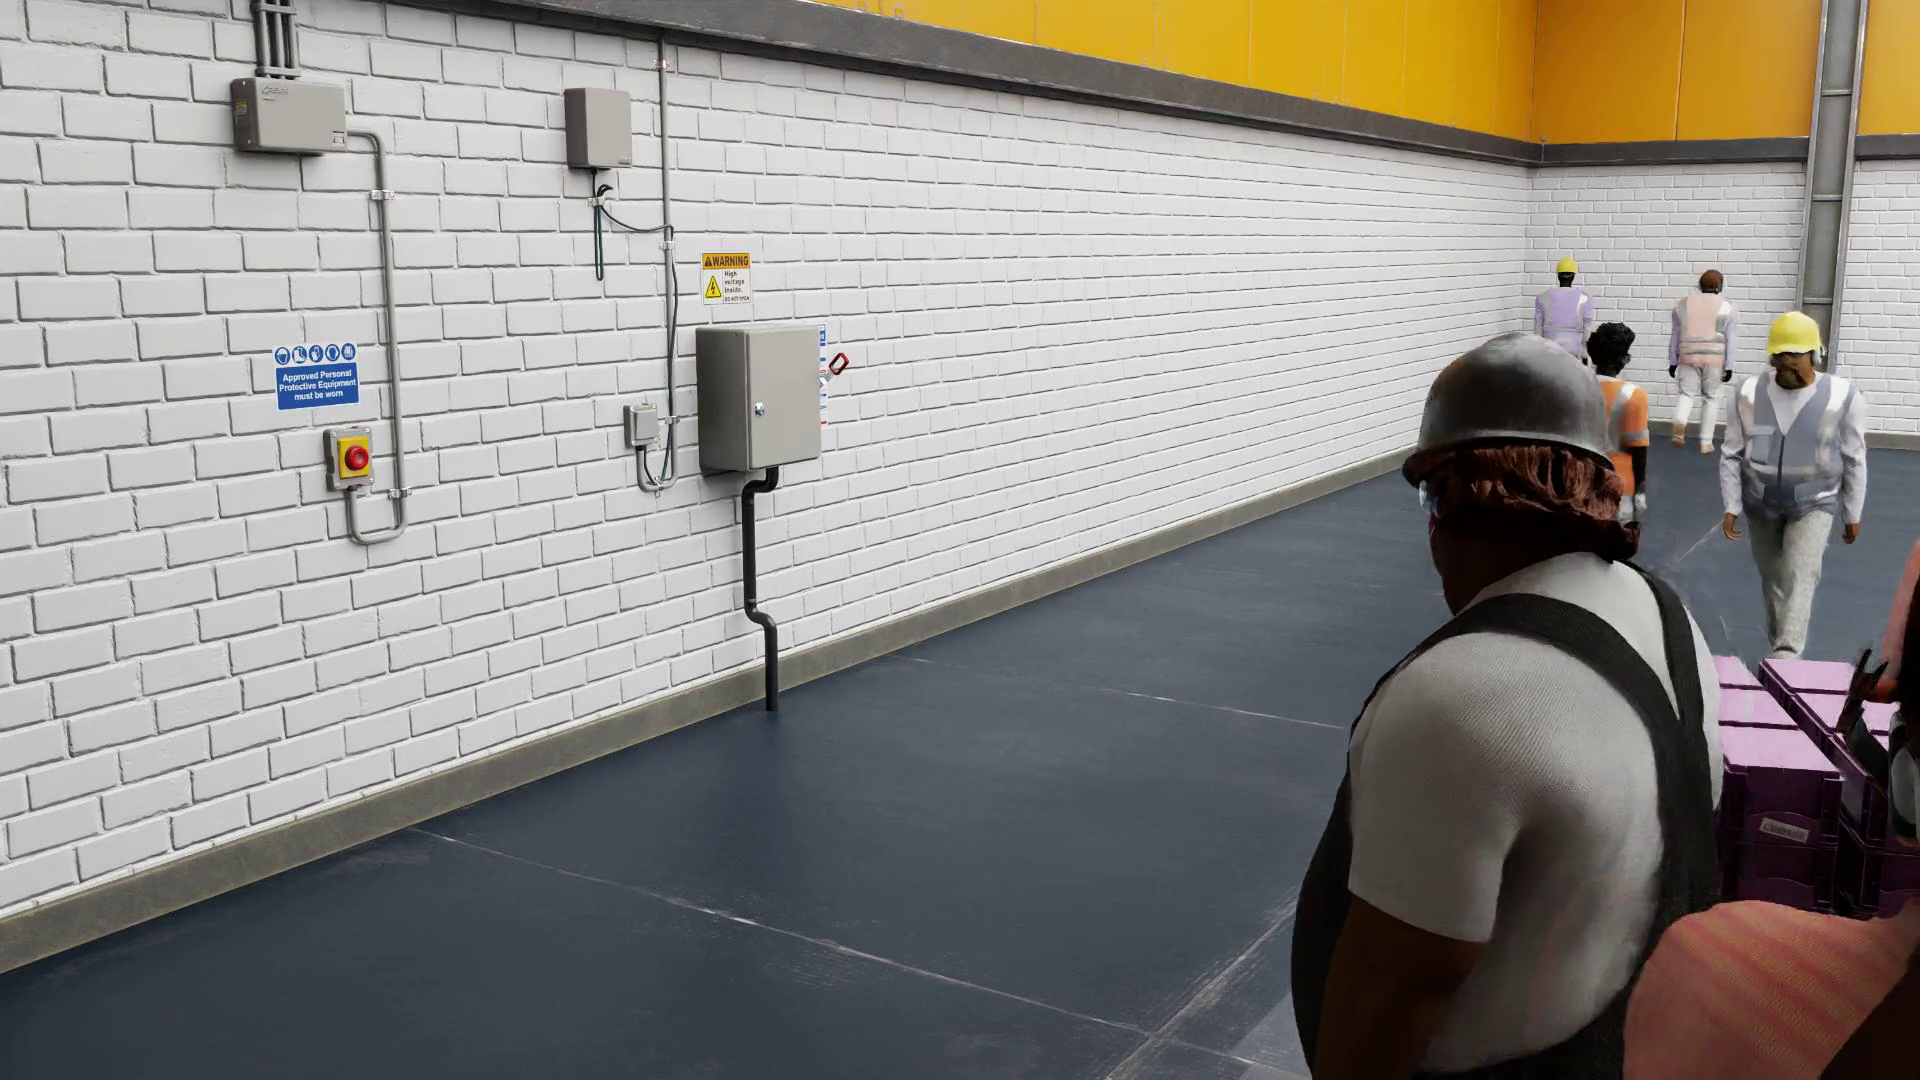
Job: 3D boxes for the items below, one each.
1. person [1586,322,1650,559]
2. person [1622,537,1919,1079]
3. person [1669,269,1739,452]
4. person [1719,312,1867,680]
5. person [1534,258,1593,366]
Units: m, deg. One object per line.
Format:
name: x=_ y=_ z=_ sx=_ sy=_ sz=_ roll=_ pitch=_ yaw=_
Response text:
person: x=3.249 y=-0.255 z=8.443 sx=0.319 sy=1.693 sz=0.532 roll=-7 pitch=12 yaw=-35
person: x=0.640 y=0.929 z=1.091 sx=0.445 sy=1.980 sz=0.706 roll=-1 pitch=10 yaw=-6
person: x=7.286 y=-1.745 z=16.343 sx=0.635 sy=1.818 sz=0.678 roll=7 pitch=13 yaw=35
person: x=3.857 y=-0.170 z=7.744 sx=0.600 sy=1.767 sz=0.929 roll=8 pitch=13 yaw=39
person: x=6.350 y=-2.012 z=17.576 sx=0.582 sy=1.918 sz=0.405 roll=3 pitch=11 yaw=16
